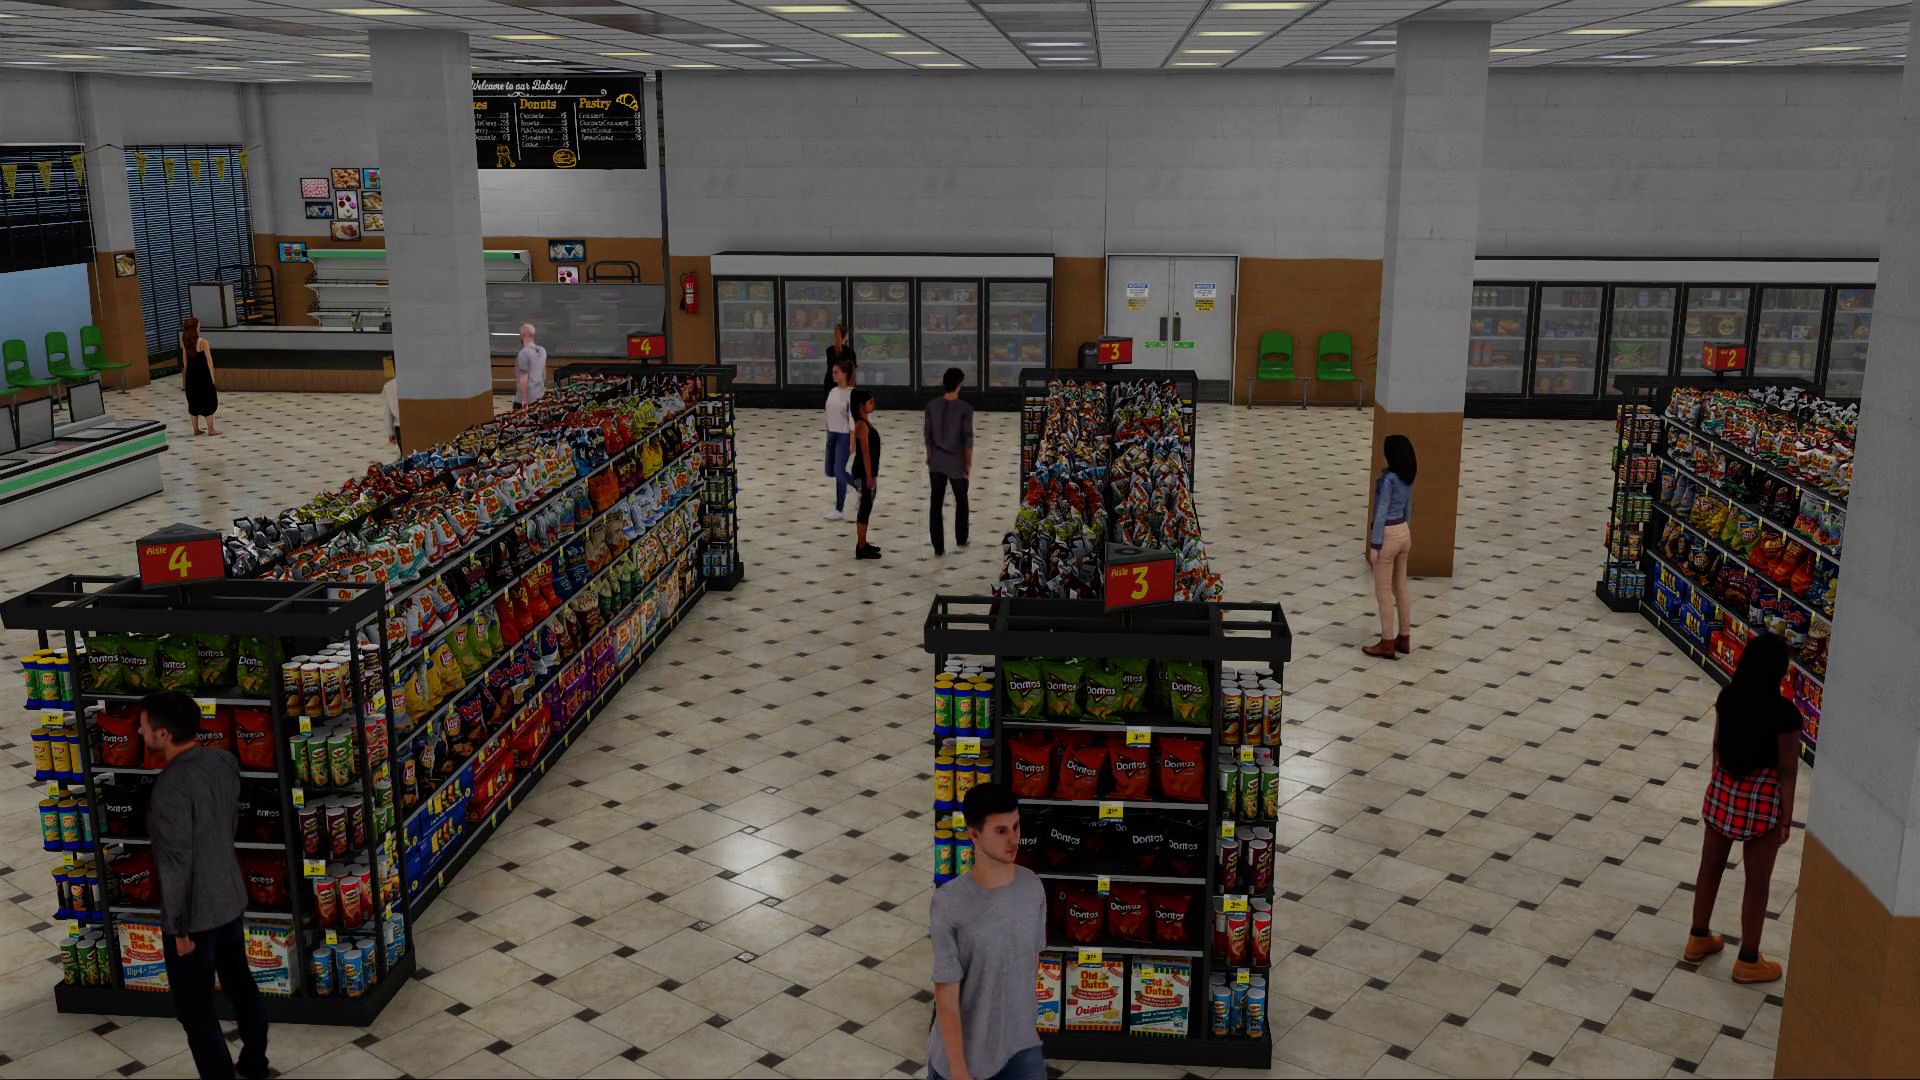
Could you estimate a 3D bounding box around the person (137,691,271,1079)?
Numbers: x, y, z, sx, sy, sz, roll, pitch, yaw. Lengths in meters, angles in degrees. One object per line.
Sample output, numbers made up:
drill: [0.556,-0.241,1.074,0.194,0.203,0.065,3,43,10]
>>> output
person: [-3.125,1.506,6.871,0.729,1.868,0.525,2,14,7]

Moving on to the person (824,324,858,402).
person: [-1.556,-1.963,21.566,0.712,1.683,0.697,7,15,27]

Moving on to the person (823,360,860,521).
person: [-1.208,-1.079,17.863,0.973,1.711,0.931,-10,17,-35]

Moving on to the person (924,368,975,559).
person: [-0.141,-0.723,16.155,0.775,1.824,0.885,3,14,12]

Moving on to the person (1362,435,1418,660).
person: [3.409,0.043,13.112,0.698,1.769,0.764,-12,18,-41]

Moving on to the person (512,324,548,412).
person: [-5.124,-1.696,20.193,0.995,1.812,1.064,7,15,25]

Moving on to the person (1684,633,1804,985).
person: [3.817,1.288,8.076,0.771,1.724,0.694,-8,16,-29]

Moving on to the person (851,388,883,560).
person: [-0.928,-0.660,16.241,0.678,1.662,0.495,-1,14,-5]

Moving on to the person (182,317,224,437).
person: [-10.473,-2.248,22.869,0.577,1.624,0.578,2,14,10]

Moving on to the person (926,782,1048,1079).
person: [0.020,1.753,5.909,1.164,1.841,1.315,-9,16,-33]
